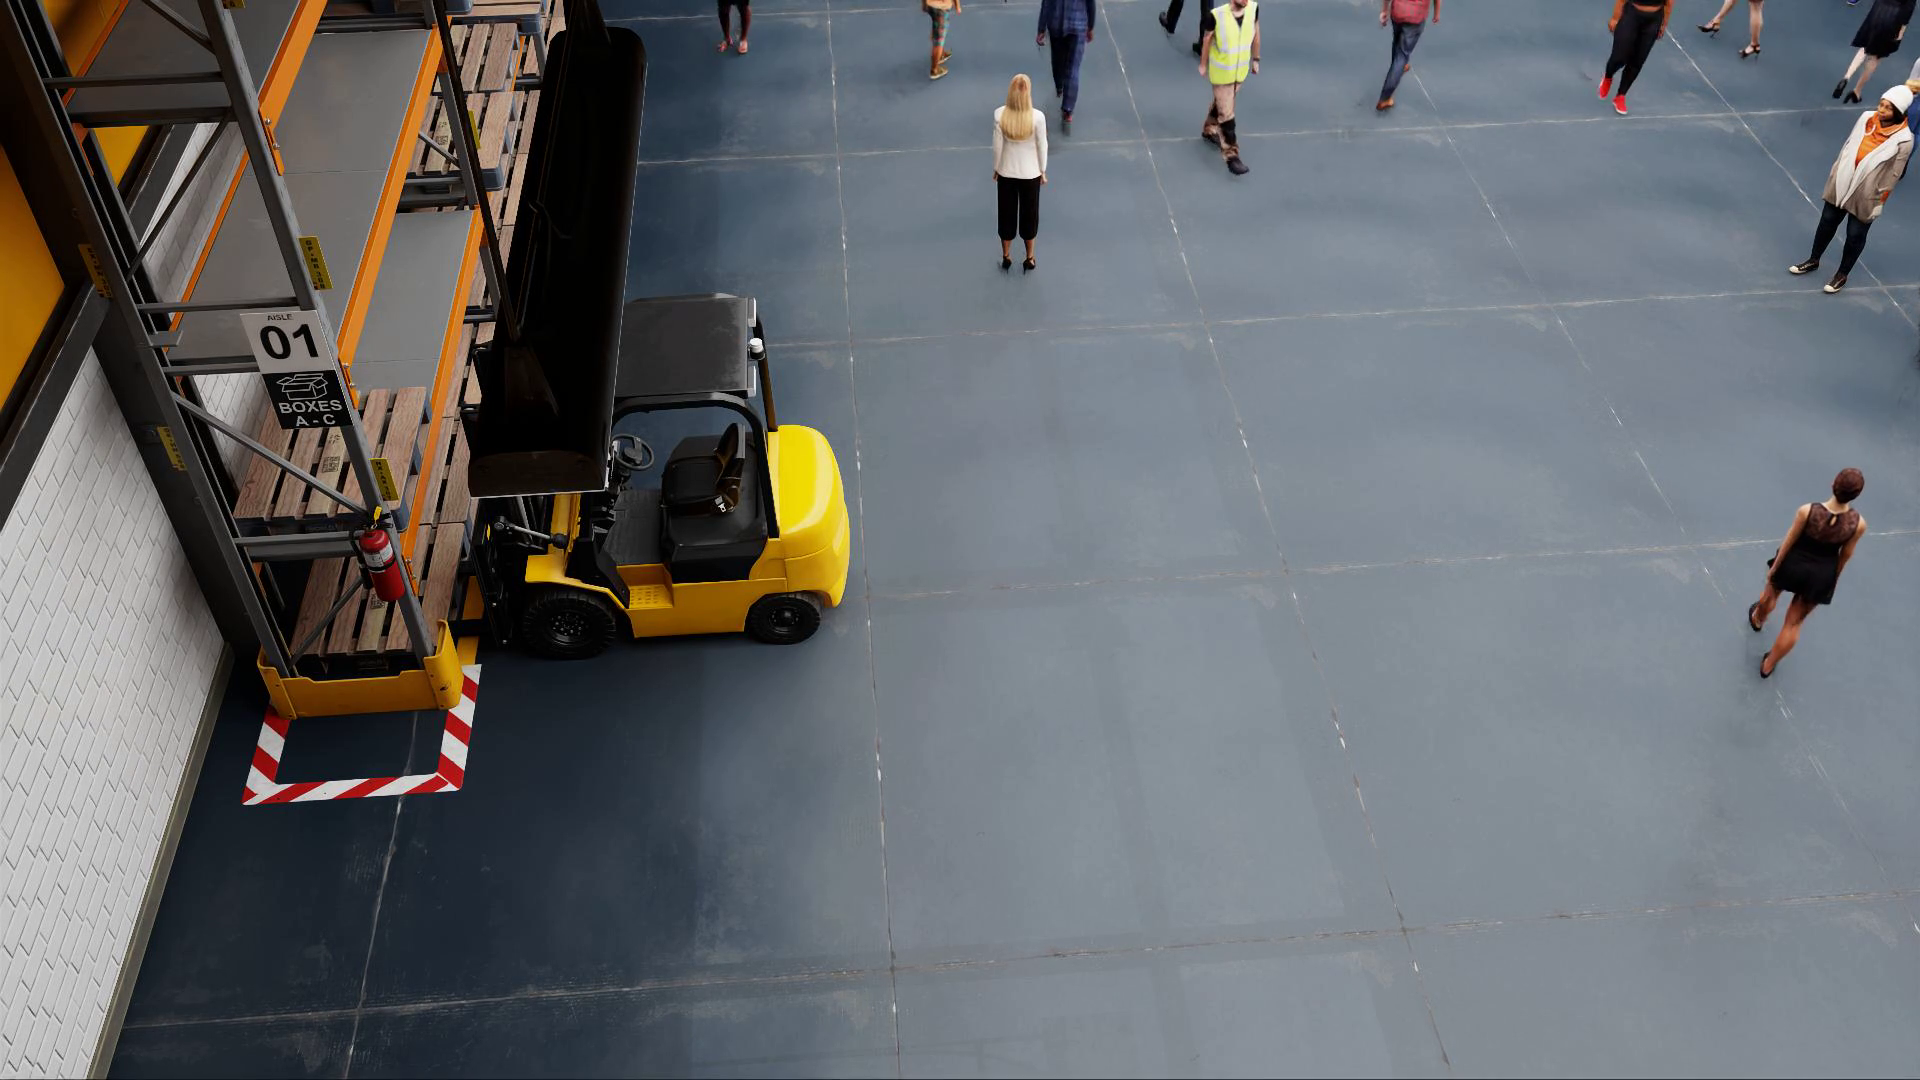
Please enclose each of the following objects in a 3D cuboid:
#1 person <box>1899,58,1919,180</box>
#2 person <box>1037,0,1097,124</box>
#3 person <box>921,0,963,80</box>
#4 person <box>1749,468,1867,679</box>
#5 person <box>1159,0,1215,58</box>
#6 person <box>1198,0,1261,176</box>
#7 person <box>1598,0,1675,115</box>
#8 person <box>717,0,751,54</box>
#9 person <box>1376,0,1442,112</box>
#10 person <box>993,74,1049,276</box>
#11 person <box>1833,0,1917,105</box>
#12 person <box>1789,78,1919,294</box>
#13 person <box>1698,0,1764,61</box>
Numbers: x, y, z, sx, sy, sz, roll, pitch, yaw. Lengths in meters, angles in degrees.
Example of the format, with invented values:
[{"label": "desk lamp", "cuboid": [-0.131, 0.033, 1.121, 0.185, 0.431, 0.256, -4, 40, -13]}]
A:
[{"label": "person", "cuboid": [8.758, -3.999, 15.138, 0.677, 1.633, 0.701, -31, 52, -28]}, {"label": "person", "cuboid": [1.033, -4.874, 15.949, 0.916, 1.781, 1.255, 4, 44, 5]}, {"label": "person", "cuboid": [-0.253, -5.317, 16.658, 0.761, 1.446, 0.814, 33, 52, 29]}, {"label": "person", "cuboid": [5.411, 0.251, 10.661, 0.847, 1.656, 0.981, 18, 46, 18]}, {"label": "person", "cuboid": [2.479, -5.790, 16.894, 0.941, 1.805, 1.206, -14, 45, -15]}, {"label": "person", "cuboid": [2.465, -4.382, 15.424, 0.986, 1.794, 1.268, -18, 47, -18]}, {"label": "person", "cuboid": [6.565, -5.060, 16.126, 0.725, 1.806, 0.741, 2, 44, 2]}, {"label": "person", "cuboid": [-2.288, -5.752, 16.936, 0.754, 1.691, 0.708, 20, 47, 20]}, {"label": "person", "cuboid": [4.321, -5.050, 16.135, 1.195, 1.781, 1.280, 28, 50, 26]}, {"label": "person", "cuboid": [0.499, -3.060, 13.990, 0.652, 1.859, 0.593, 6, 44, 6]}, {"label": "person", "cuboid": [8.882, -4.958, 16.075, 0.881, 1.730, 0.874, -23, 48, -22]}, {"label": "person", "cuboid": [7.533, -2.973, 13.875, 0.863, 1.890, 0.764, -24, 49, -23]}, {"label": "person", "cuboid": [8.162, -5.704, 16.848, 0.964, 1.743, 1.089, -32, 52, -29]}]
